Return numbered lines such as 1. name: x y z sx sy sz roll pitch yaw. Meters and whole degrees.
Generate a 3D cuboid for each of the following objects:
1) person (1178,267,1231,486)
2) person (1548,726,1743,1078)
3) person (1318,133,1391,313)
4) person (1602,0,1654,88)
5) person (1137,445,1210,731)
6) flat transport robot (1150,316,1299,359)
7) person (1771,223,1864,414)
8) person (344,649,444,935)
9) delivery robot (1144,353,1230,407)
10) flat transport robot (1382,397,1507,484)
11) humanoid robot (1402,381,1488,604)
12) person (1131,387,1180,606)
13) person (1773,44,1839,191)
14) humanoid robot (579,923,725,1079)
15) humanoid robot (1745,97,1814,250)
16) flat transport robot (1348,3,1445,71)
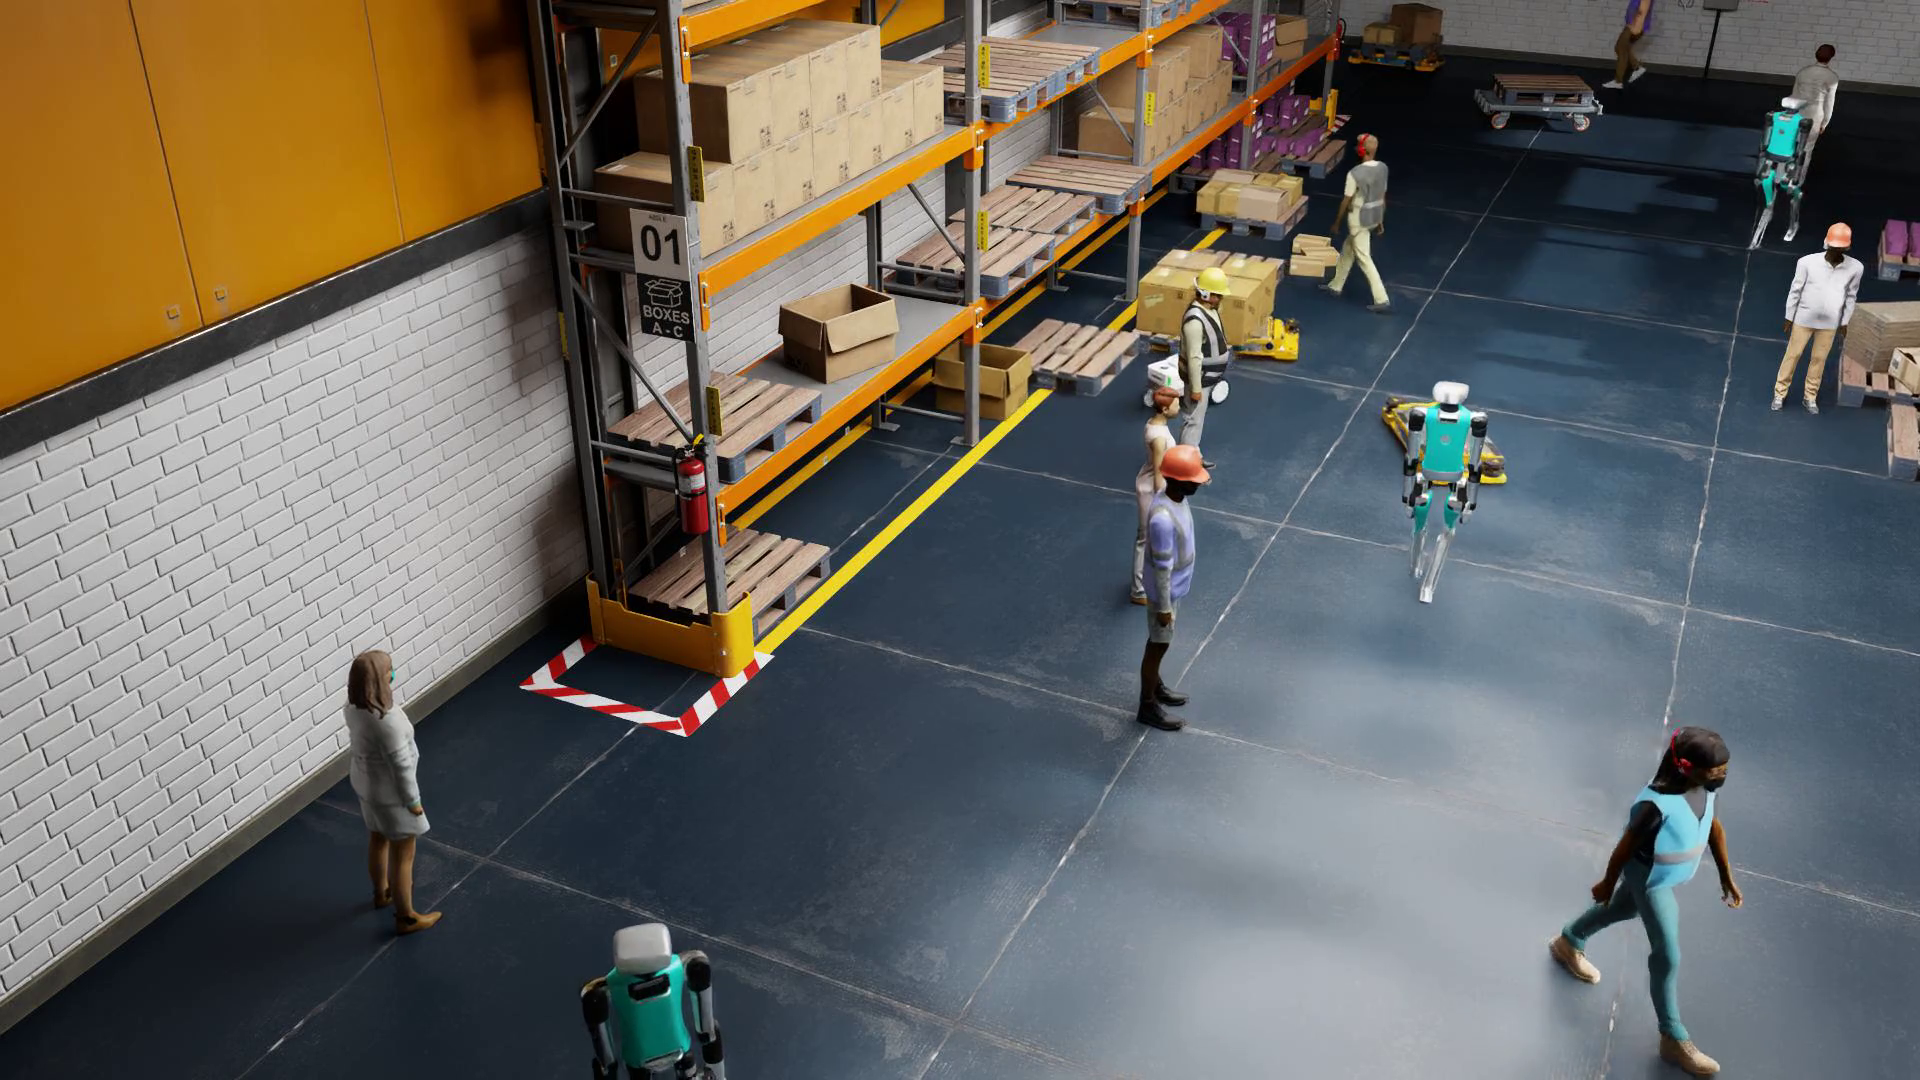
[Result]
1. person: 1.982 -1.350 13.594 0.403 1.823 0.585 8 29 15
2. person: 3.385 1.630 8.096 0.492 1.815 1.041 -22 35 -34
3. person: 4.196 -3.290 17.223 0.564 1.795 0.969 -24 37 -37
4. person: 10.418 -7.958 25.766 0.549 1.893 0.568 6 29 11
5. person: 1.331 0.284 10.447 0.369 1.934 0.550 7 29 12
6. flat transport robot: 2.629 -2.032 16.496 1.431 0.231 0.659 5 29 9
7. person: 7.651 -1.978 14.831 0.562 1.751 0.329 7 29 13
8. person: -3.031 1.314 8.840 0.345 1.653 0.504 -24 37 -37
9. delivery robot: 2.066 -1.481 15.189 0.812 0.609 0.499 -19 34 -31
10. flat transport robot: 4.156 -0.862 14.327 0.659 0.231 1.431 -1 28 -3
11. humanoid robot: 3.432 -0.341 11.928 0.545 1.886 0.782 9 29 15
12. person: 1.390 -0.317 11.857 0.284 1.652 0.442 2 28 3
13. person: 10.671 -5.307 20.936 0.520 1.822 0.365 18 33 30
14. humanoid robot: -1.132 2.438 6.714 0.542 1.768 1.036 -12 30 -21
15. humanoid robot: 9.496 -4.216 19.034 0.995 1.778 0.530 -21 35 -33
16. flat transport robot: 7.232 -7.976 27.518 1.431 0.231 0.659 16 32 27
